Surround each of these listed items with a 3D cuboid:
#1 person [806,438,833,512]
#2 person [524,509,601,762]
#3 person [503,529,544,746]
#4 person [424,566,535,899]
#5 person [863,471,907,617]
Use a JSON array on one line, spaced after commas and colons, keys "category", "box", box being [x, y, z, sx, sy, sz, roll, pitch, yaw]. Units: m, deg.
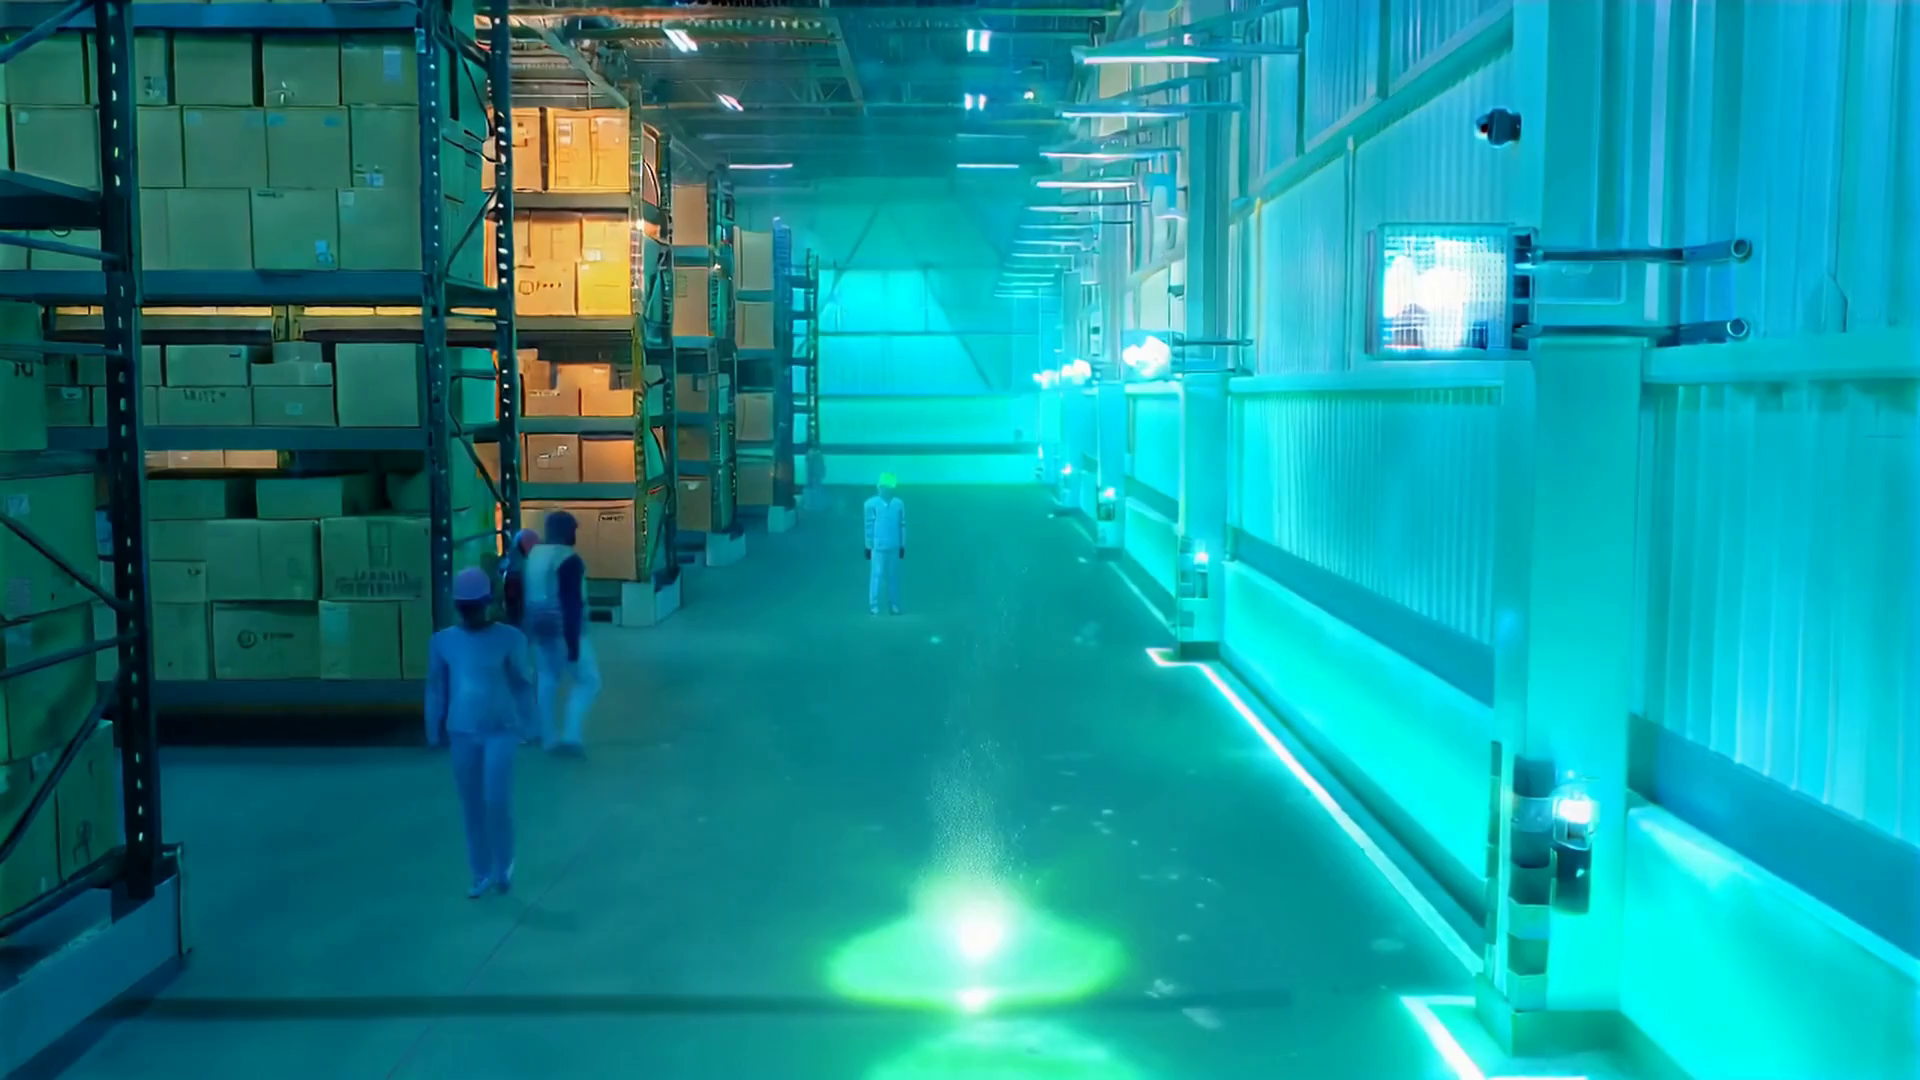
[{"category": "person", "box": [-3.212, -1.487, 38.018, 0.675, 1.705, 0.539, -2, 5, -25]}, {"category": "person", "box": [-2.862, 0.692, 11.957, 0.645, 1.818, 0.476, 5, 7, 44]}, {"category": "person", "box": [-3.230, 0.733, 12.584, 0.313, 1.630, 0.524, 3, 6, 32]}, {"category": "person", "box": [-2.511, 1.004, 8.665, 0.554, 1.748, 0.407, 0, 5, 2]}, {"category": "person", "box": [-0.883, 0.050, 19.865, 0.566, 1.744, 0.349, -3, 6, -30]}]
